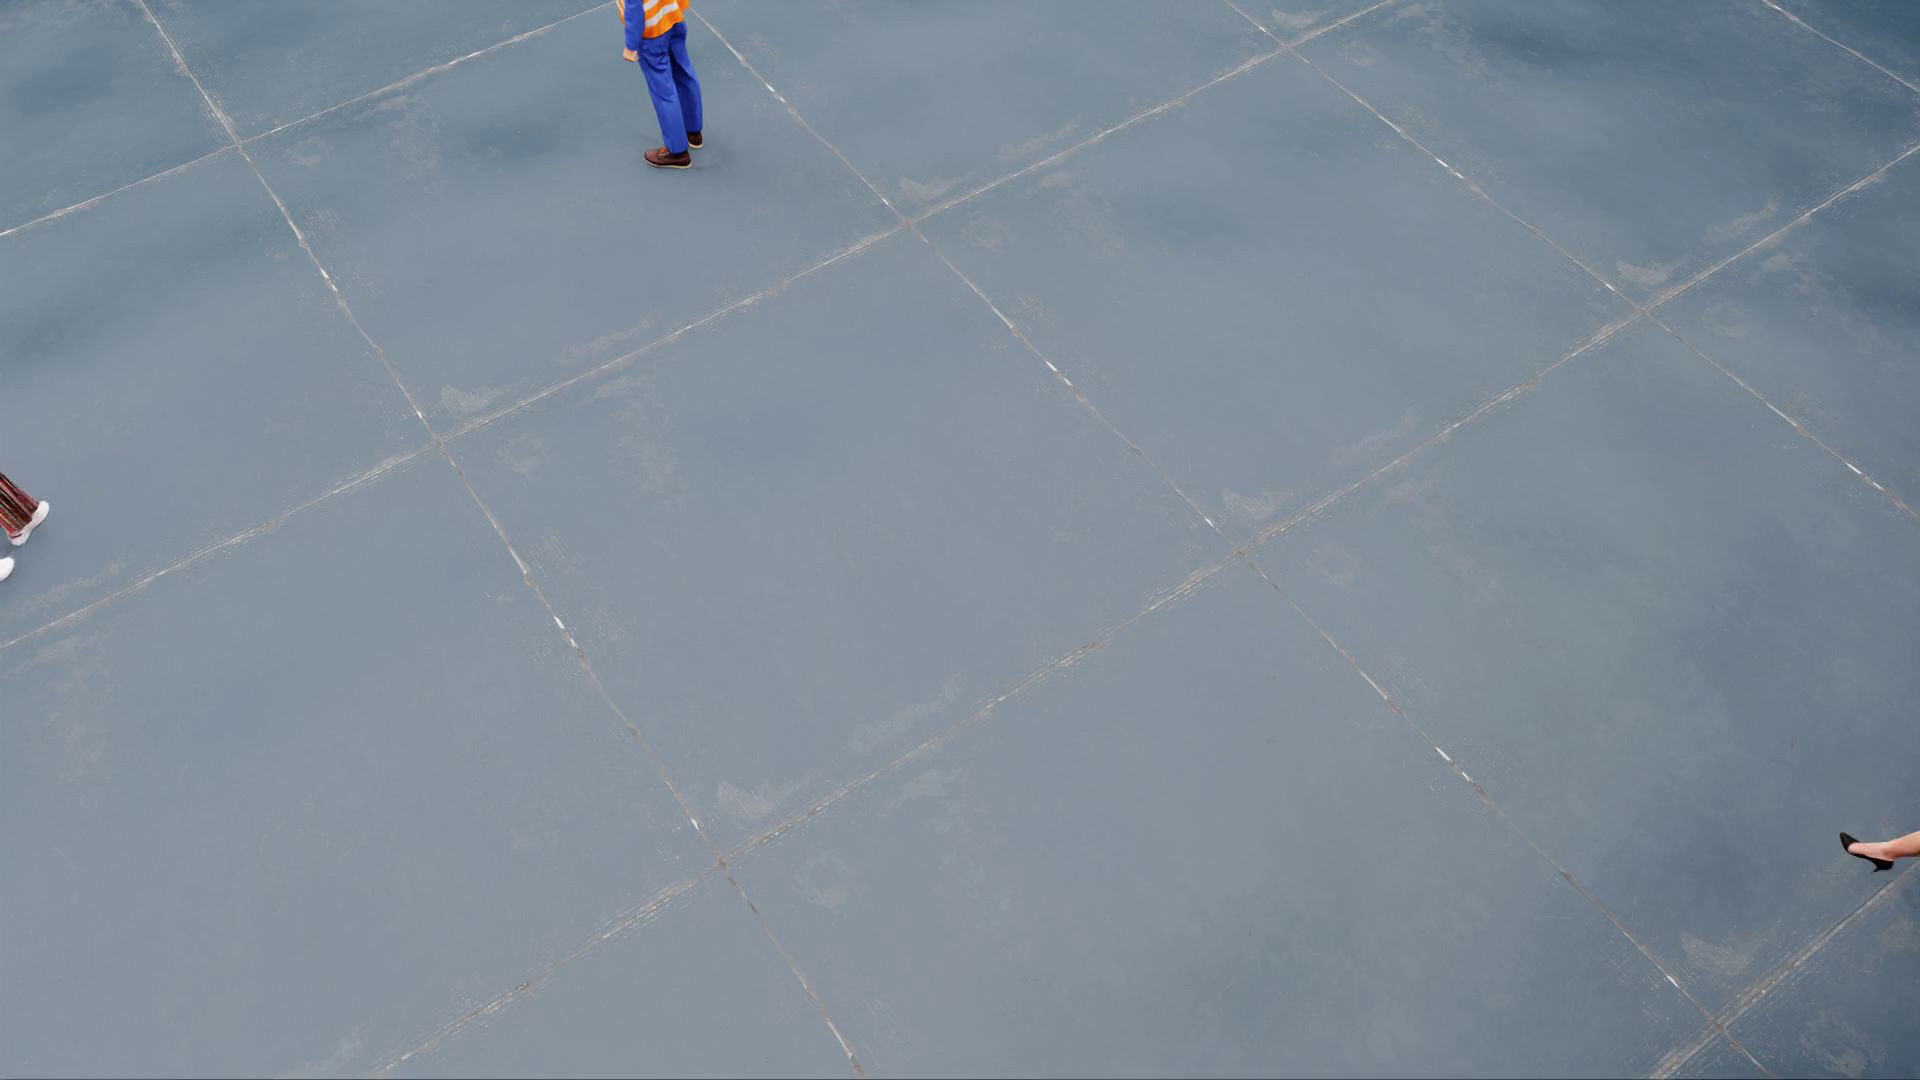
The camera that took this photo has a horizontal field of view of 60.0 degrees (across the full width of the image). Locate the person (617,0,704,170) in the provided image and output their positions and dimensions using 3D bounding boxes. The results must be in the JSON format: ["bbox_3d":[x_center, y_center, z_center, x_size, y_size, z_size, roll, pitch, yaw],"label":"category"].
[{"bbox_3d":[-1.740,-2.957,9.524,0.795,1.862,0.784,19,55,14],"label":"person"}]
